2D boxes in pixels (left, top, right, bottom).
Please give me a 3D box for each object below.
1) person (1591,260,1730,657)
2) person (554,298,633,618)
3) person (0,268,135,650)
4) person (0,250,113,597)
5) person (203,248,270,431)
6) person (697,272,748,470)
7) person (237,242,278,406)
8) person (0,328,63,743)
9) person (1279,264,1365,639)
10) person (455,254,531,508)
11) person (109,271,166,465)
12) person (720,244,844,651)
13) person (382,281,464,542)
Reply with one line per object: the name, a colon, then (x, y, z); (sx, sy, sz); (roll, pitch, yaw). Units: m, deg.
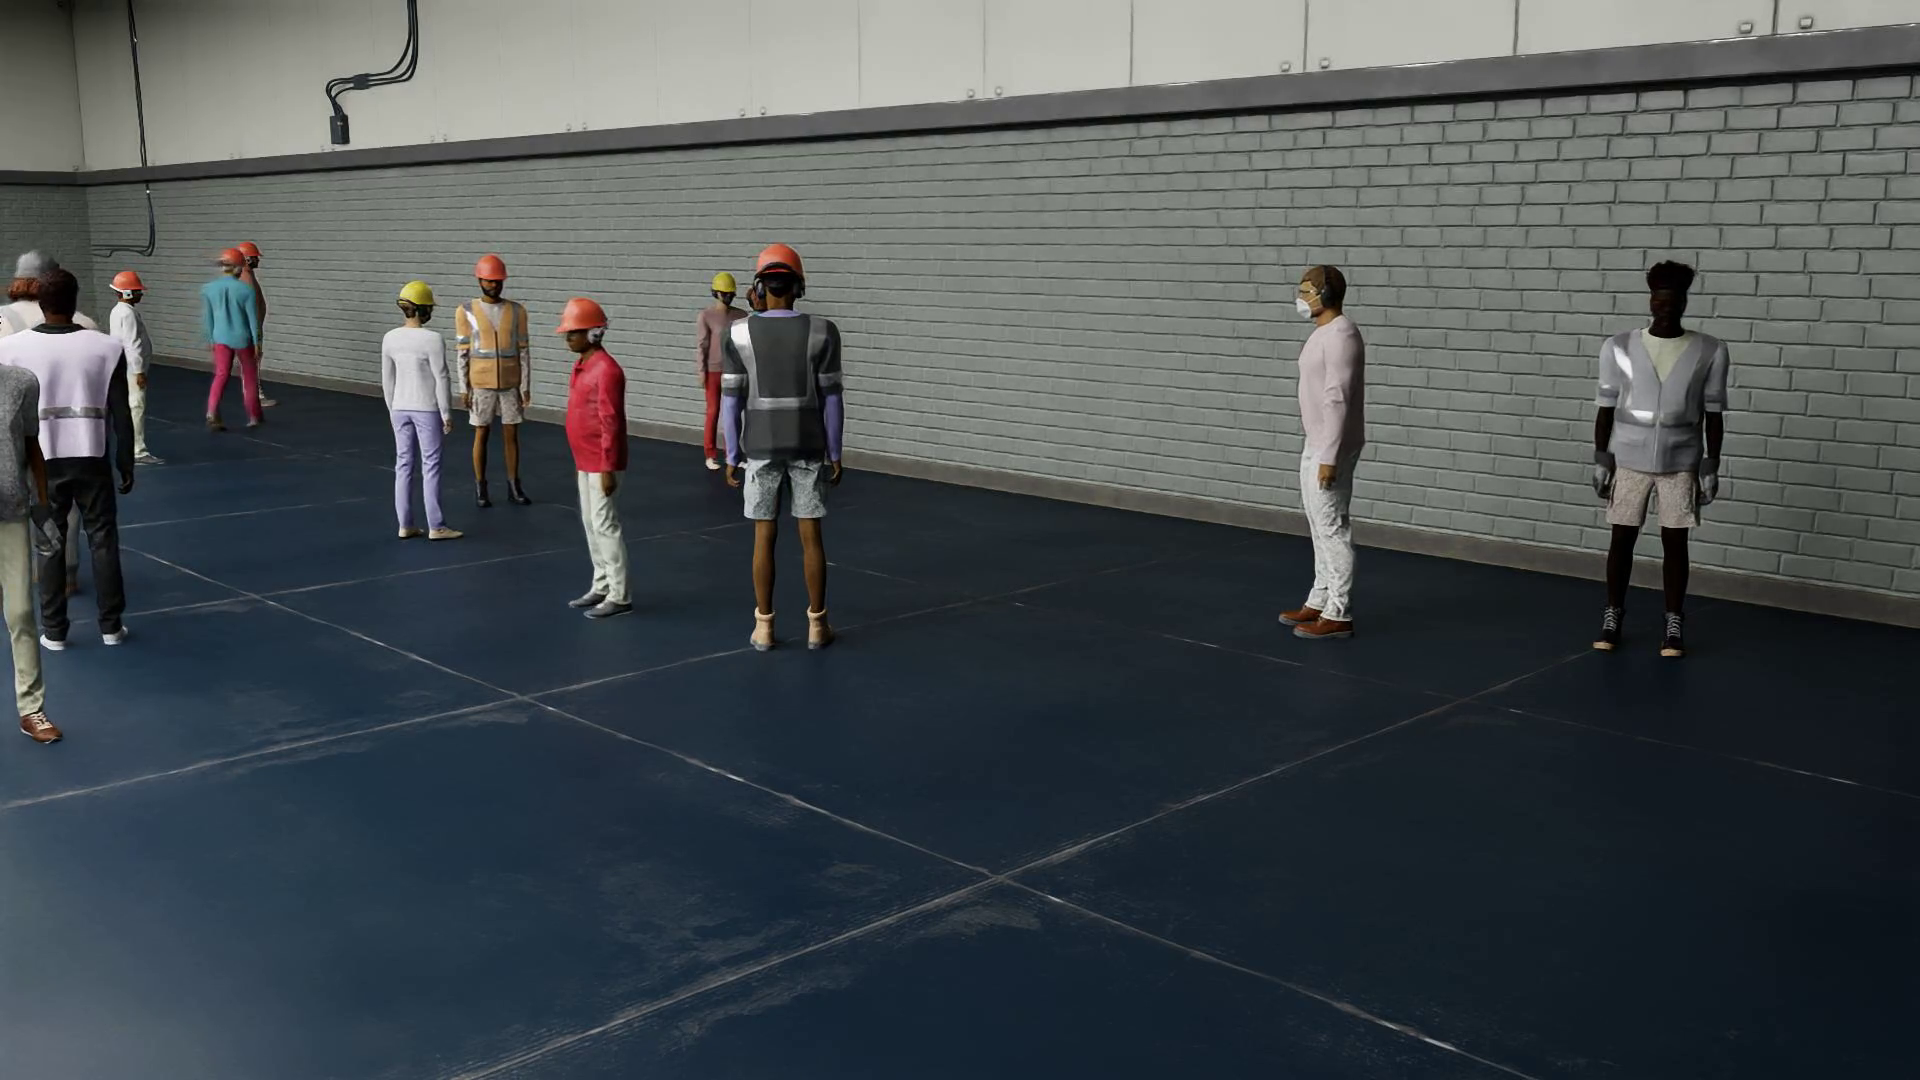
person: (3.447, -0.396, 8.234); (0.606, 1.958, 0.384); (4, 11, 23)
person: (-2.012, -0.448, 9.107); (0.364, 1.742, 0.584); (-5, 12, -27)
person: (-4.469, -0.397, 8.368); (0.591, 1.915, 0.384); (-5, 12, -27)
person: (-5.364, -0.730, 9.827); (0.694, 2.000, 1.007); (-3, 11, -16)
person: (-7.814, -2.151, 17.856); (0.625, 1.952, 0.986); (0, 10, 2)
person: (-2.081, -1.499, 14.799); (0.530, 1.759, 0.348); (-8, 13, -38)
person: (-8.636, -2.625, 20.285); (0.375, 1.995, 0.611); (-7, 13, -35)
person: (-3.921, -0.072, 6.703); (0.534, 1.869, 0.315); (-9, 14, -40)
person: (1.906, -0.456, 8.636); (0.372, 1.932, 0.635); (0, 10, 2)
person: (-3.552, -1.206, 12.718); (0.549, 1.933, 0.379); (-5, 12, -26)
person: (-7.520, -1.564, 15.154); (0.327, 1.752, 0.562); (-8, 13, -38)
person: (-0.882, -0.453, 8.337); (0.605, 2.034, 0.387); (-1, 10, -5)
person: (-3.680, -0.873, 11.353); (0.528, 1.767, 0.330); (4, 11, 22)
